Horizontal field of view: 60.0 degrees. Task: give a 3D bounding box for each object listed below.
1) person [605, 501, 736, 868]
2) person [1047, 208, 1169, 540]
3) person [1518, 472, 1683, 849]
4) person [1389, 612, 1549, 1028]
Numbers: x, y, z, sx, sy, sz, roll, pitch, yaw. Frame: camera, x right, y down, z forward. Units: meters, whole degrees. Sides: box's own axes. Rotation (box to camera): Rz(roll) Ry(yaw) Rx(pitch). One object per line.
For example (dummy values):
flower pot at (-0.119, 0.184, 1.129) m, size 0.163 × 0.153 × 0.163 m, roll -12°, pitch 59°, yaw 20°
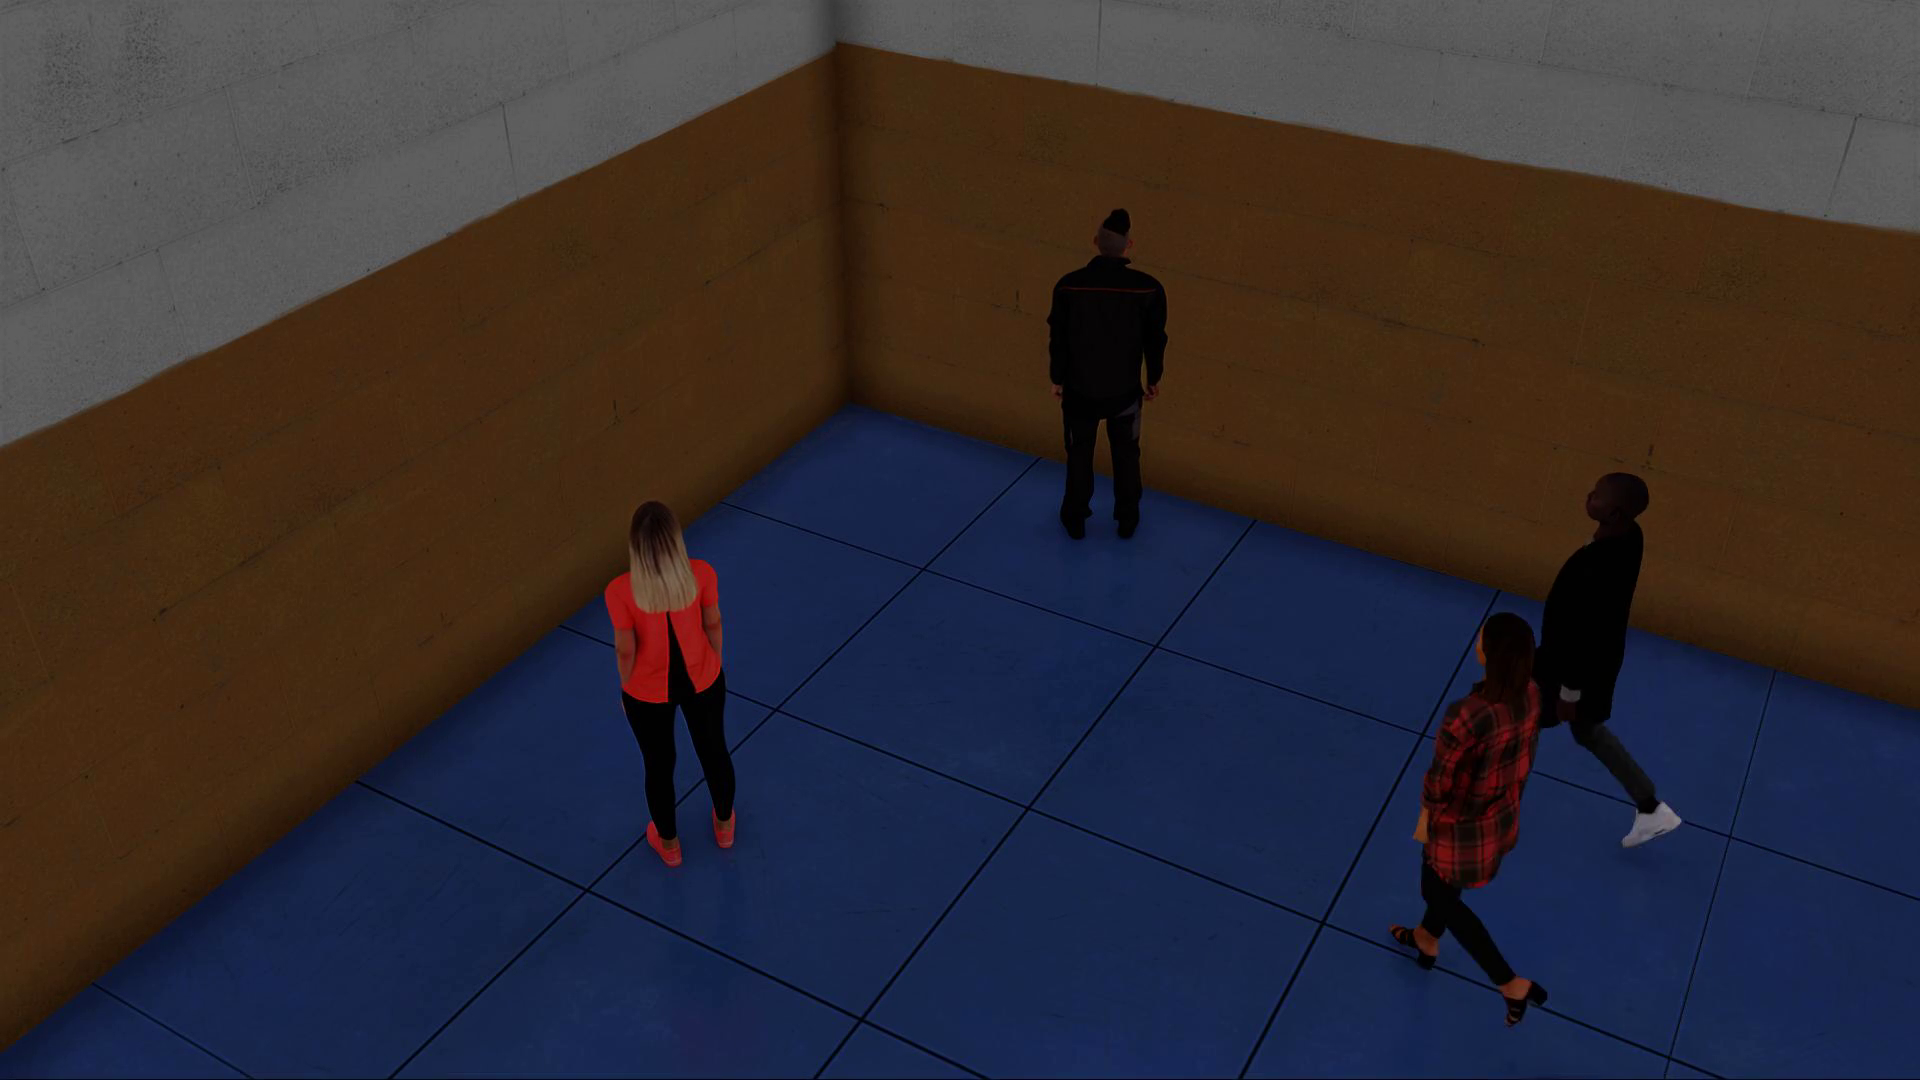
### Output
person at (-1.126, 0.575, 6.562) m, size 0.647 × 1.694 × 0.736 m, roll -14°, pitch 36°, yaw -20°
person at (0.744, -0.847, 8.526) m, size 0.858 × 1.862 × 0.820 m, roll 1°, pitch 34°, yaw 2°
person at (2.554, 0.536, 6.586) m, size 0.808 × 1.733 × 1.081 m, roll 23°, pitch 40°, yaw 31°
person at (1.867, 1.027, 5.890) m, size 0.987 × 1.685 × 0.911 m, roll -21°, pitch 39°, yaw -29°
